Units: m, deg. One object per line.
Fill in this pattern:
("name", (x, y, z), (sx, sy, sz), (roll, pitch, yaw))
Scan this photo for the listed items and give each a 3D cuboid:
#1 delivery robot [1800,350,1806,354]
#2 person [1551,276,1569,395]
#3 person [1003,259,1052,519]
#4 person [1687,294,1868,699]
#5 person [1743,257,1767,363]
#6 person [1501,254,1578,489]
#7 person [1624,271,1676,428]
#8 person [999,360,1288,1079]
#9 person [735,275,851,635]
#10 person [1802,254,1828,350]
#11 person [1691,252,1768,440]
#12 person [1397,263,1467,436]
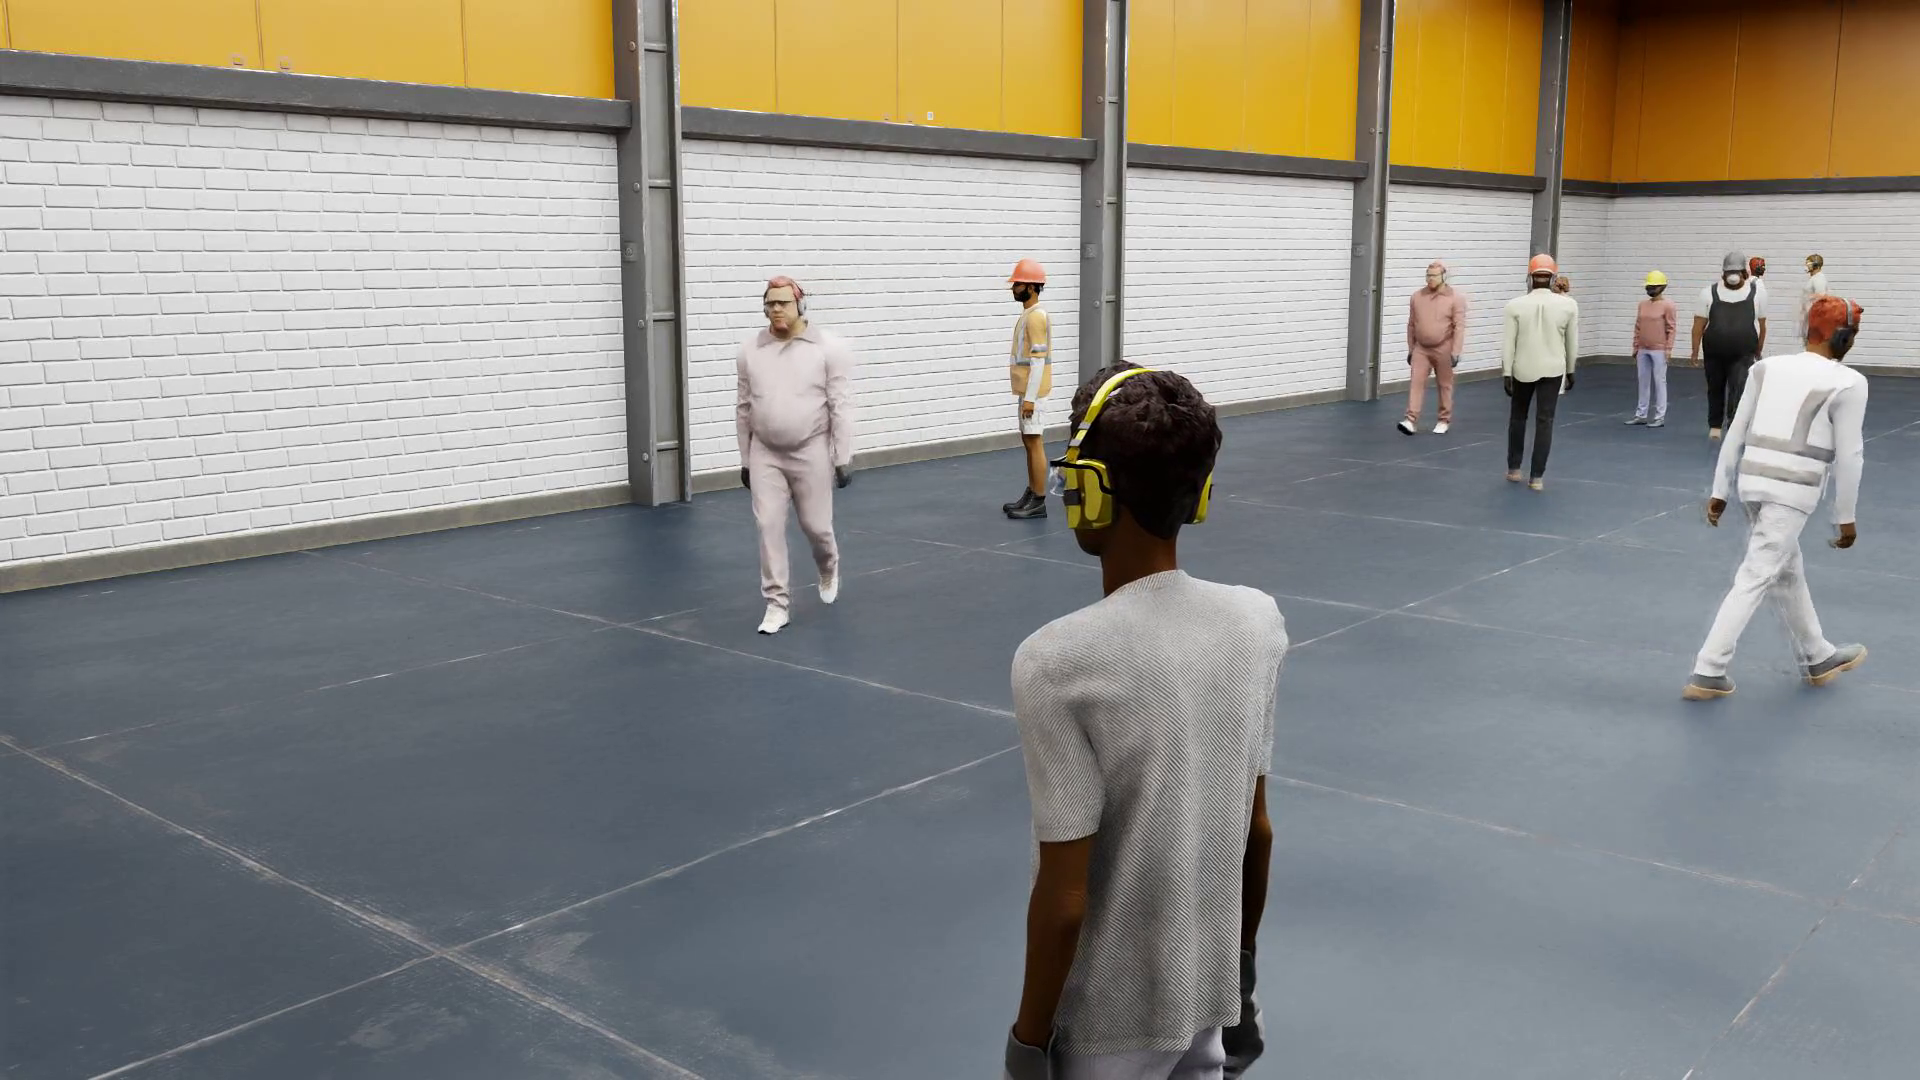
("delivery robot", (12.073, -2.473, 23.822), (0.477, 0.478, 0.707), (-1, 10, -6))
("person", (8.232, -2.804, 22.905), (0.345, 1.636, 0.533), (1, 10, 6))
("person", (0.510, -1.127, 12.482), (0.350, 1.942, 0.545), (-1, 10, -3))
("person", (3.742, -0.188, 7.491), (1.018, 1.808, 0.580), (-3, 11, -19))
("person", (11.867, -3.282, 24.917), (0.351, 1.882, 0.582), (-1, 10, -5))
("person", (4.941, -1.442, 14.220), (0.623, 1.959, 0.893), (3, 10, 17))
("person", (7.837, -2.157, 18.843), (0.326, 1.766, 0.548), (-5, 11, -26))
("person", (0.239, 0.683, 2.383), (0.539, 1.869, 0.313), (-9, 13, -41))
("person", (-0.888, -0.476, 8.935), (0.651, 1.880, 0.765), (2, 10, 10))
("person", (12.453, -3.203, 24.311), (0.378, 1.940, 0.628), (3, 11, 19))
("person", (7.959, -2.015, 17.256), (0.698, 2.000, 1.046), (5, 11, 27))
("person", (5.079, -2.042, 17.911), (0.676, 1.852, 0.976), (7, 12, 36))
